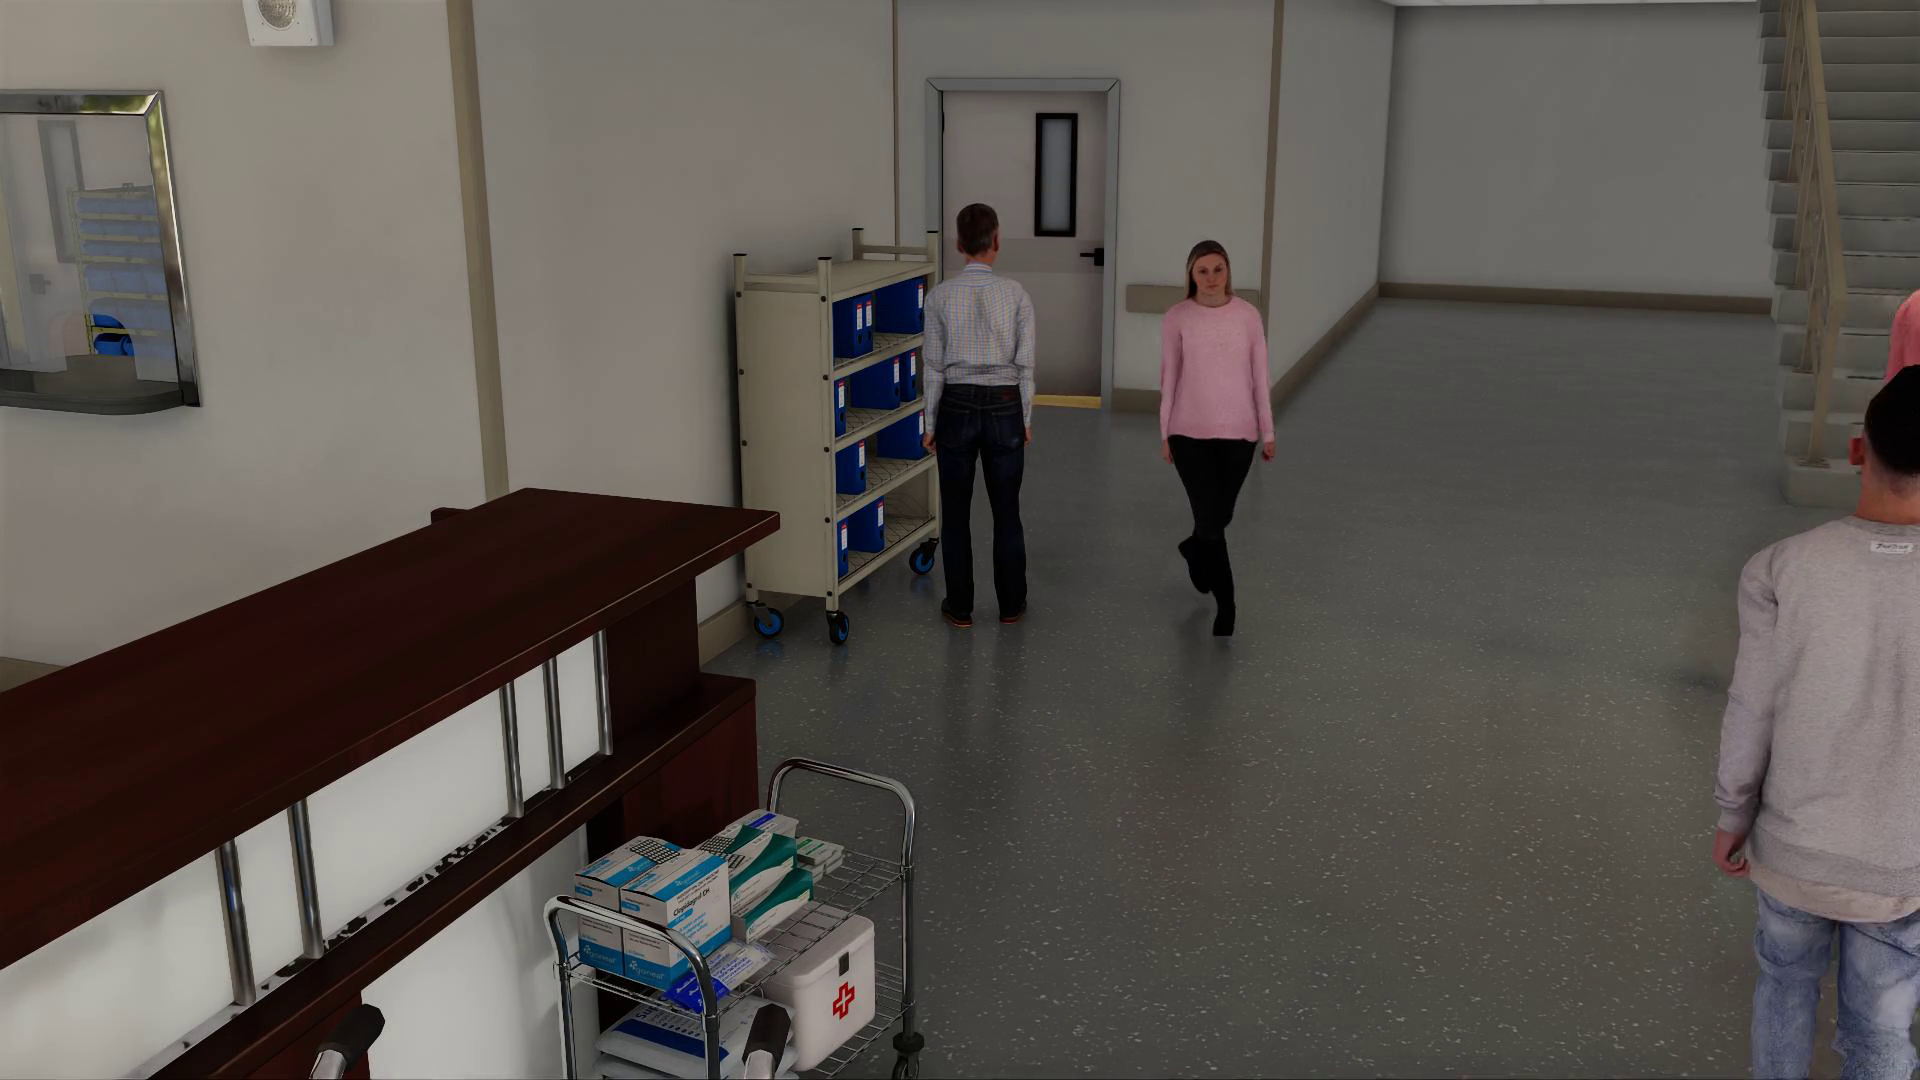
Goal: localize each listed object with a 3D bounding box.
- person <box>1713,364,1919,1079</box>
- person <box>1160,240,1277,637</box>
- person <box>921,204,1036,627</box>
[{"bbox_3d":[1.727,0.594,3.178,0.766,1.817,1.125,7,17,25],"label":"person"},{"bbox_3d":[1.077,-0.451,7.198,0.913,1.646,1.185,-1,16,-4],"label":"person"},{"bbox_3d":[0.082,-0.532,7.176,0.726,1.815,0.705,-1,16,-3],"label":"person"}]
